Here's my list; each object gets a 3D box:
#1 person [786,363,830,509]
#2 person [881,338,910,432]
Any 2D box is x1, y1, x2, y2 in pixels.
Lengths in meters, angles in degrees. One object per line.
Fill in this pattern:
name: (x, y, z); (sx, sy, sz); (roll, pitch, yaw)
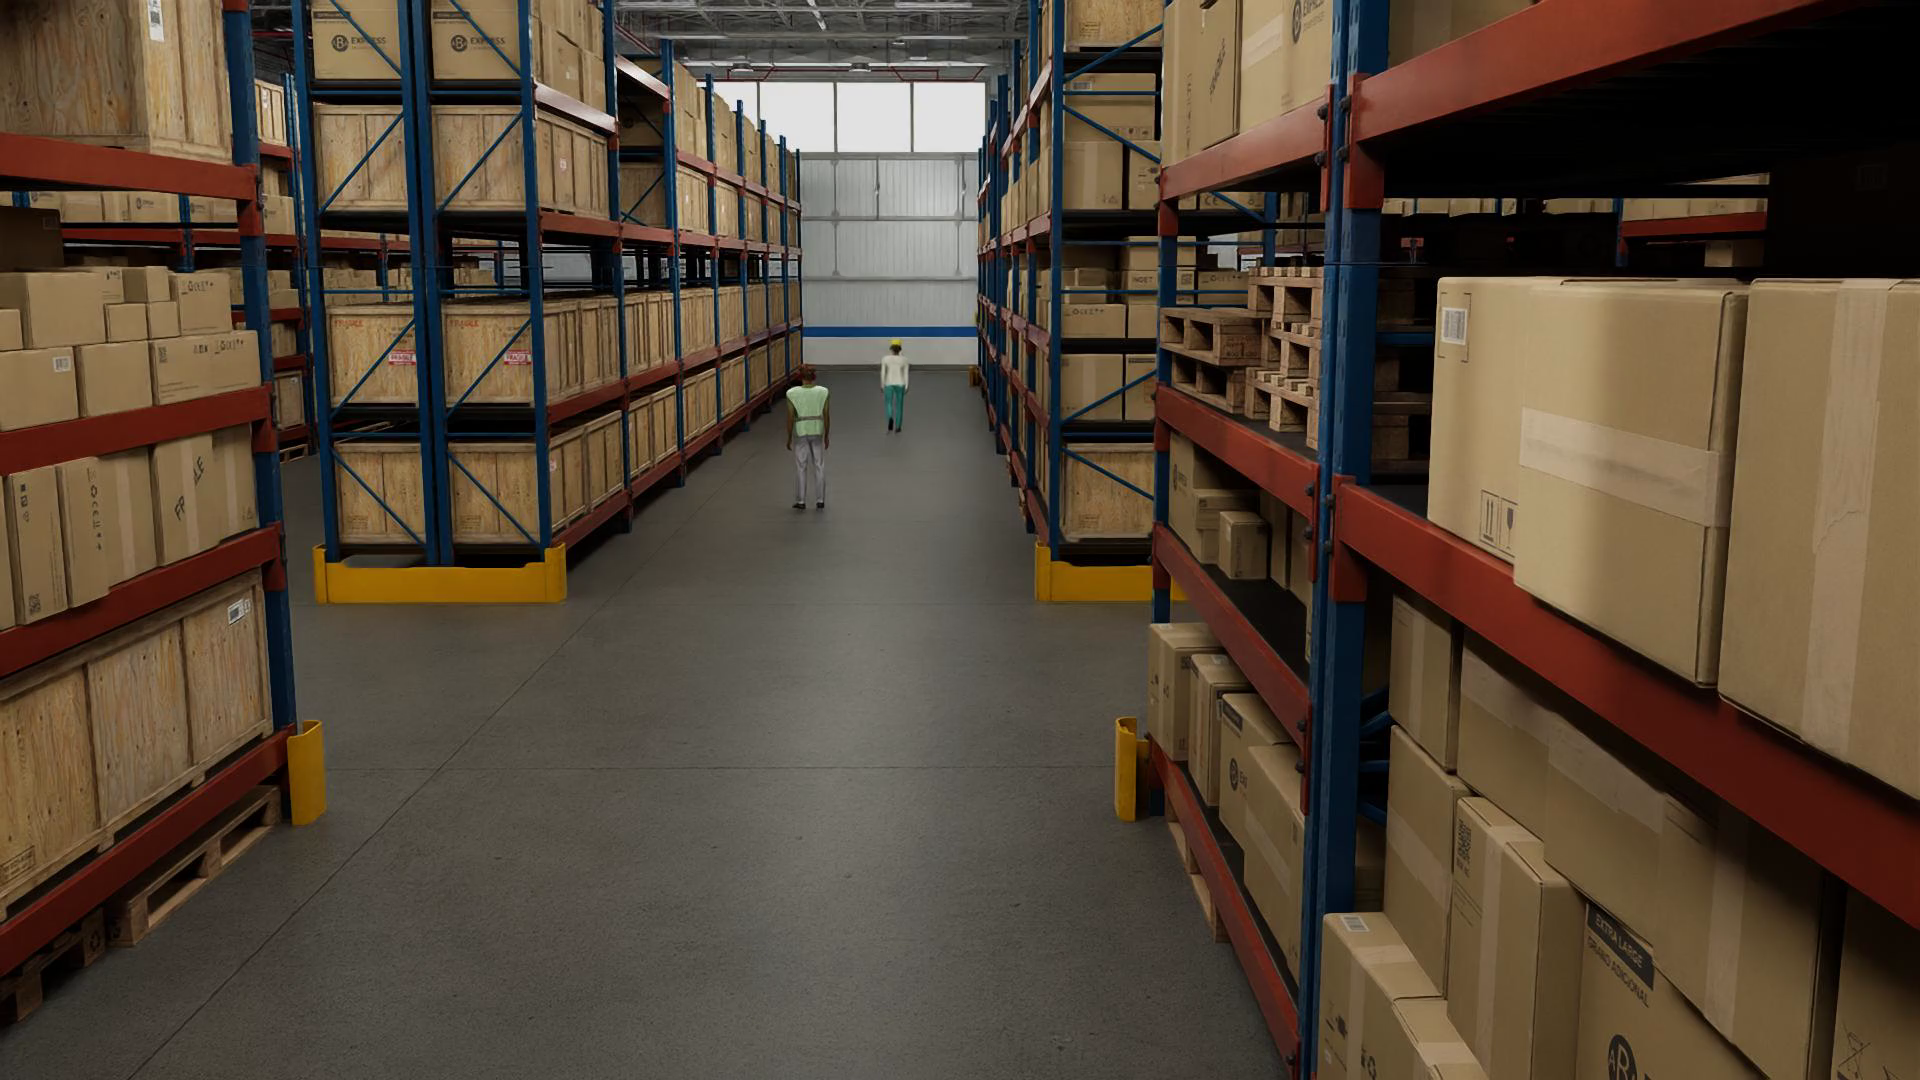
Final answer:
person: (-1.916, -1.307, 21.033); (0.565, 1.846, 0.388); (-4, 10, -21)
person: (-1.198, -2.879, 30.948); (0.542, 1.753, 0.375); (0, 9, -2)
